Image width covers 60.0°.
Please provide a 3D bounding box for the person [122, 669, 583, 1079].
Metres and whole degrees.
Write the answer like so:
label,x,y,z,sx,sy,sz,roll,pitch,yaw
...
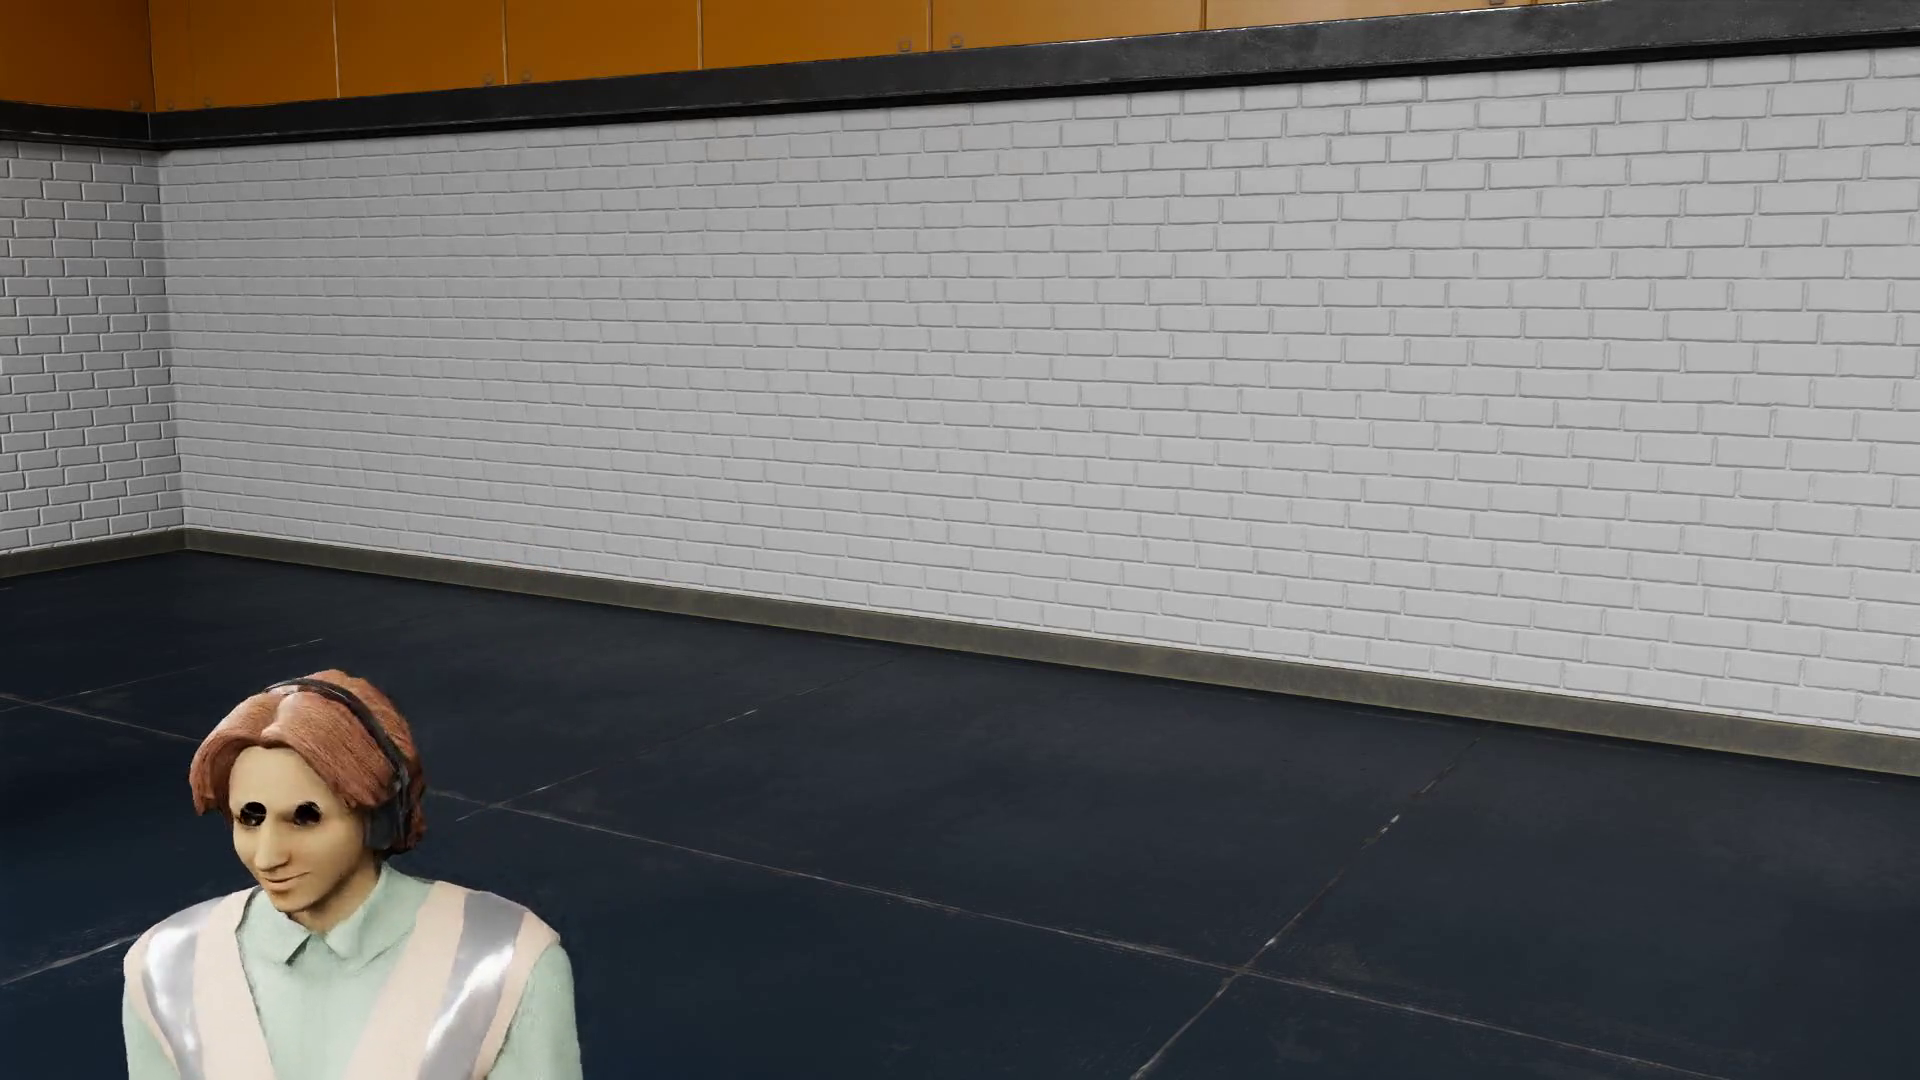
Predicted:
label,x,y,z,sx,sy,sz,roll,pitch,yaw
person,-0.647,0.912,1.958,0.543,1.604,0.803,0,9,1
